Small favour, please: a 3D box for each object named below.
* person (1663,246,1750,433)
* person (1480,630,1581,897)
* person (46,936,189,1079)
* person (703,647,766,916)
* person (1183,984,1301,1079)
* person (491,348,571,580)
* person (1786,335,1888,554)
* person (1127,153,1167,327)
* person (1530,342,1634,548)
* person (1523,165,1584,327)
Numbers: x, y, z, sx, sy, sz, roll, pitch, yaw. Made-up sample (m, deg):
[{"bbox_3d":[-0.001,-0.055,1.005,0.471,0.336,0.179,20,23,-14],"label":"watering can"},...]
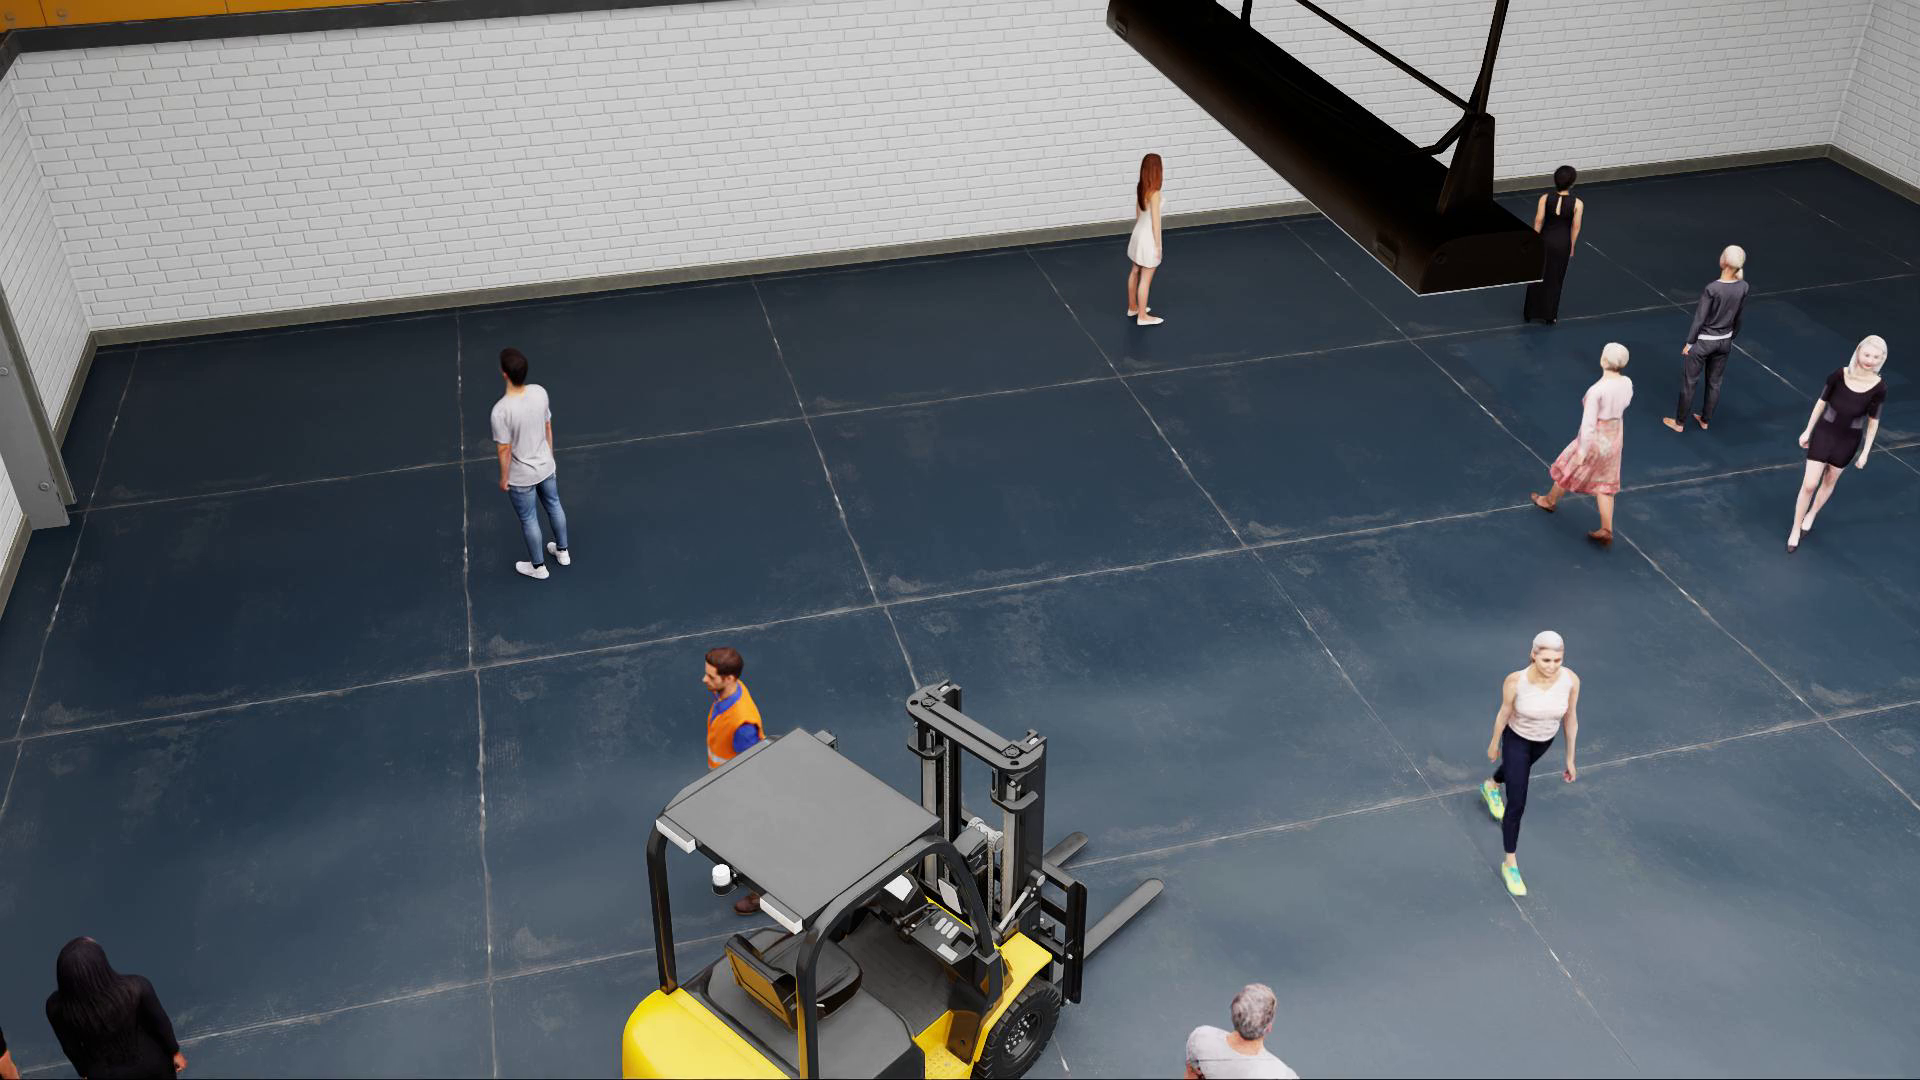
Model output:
[{"bbox_3d":[6.502,-1.742,14.391,0.629,1.726,0.534,-5,34,-8],"label":"person"},{"bbox_3d":[3.400,1.187,10.049,0.741,1.655,1.225,-3,34,-5],"label":"person"},{"bbox_3d":[-3.986,2.527,7.973,0.623,1.720,0.502,-11,35,-16],"label":"person"},{"bbox_3d":[-1.246,1.368,9.588,0.781,1.863,0.614,-16,37,-22],"label":"person"},{"bbox_3d":[1.198,2.776,7.535,1.166,1.792,1.135,27,42,34],"label":"person"},{"bbox_3d":[-3.235,-0.577,12.490,0.786,1.890,0.754,22,40,30],"label":"person"},{"bbox_3d":[6.791,-0.799,12.896,0.888,1.811,0.956,15,36,21],"label":"person"},{"bbox_3d":[1.811,-2.942,16.209,0.616,1.711,0.474,-10,35,-14],"label":"person"},{"bbox_3d":[5.004,-0.700,12.894,0.671,1.648,1.056,-13,36,-19],"label":"person"},{"bbox_3d":[5.765,-2.855,16.179,0.658,1.601,0.705,15,36,21],"label":"person"}]
